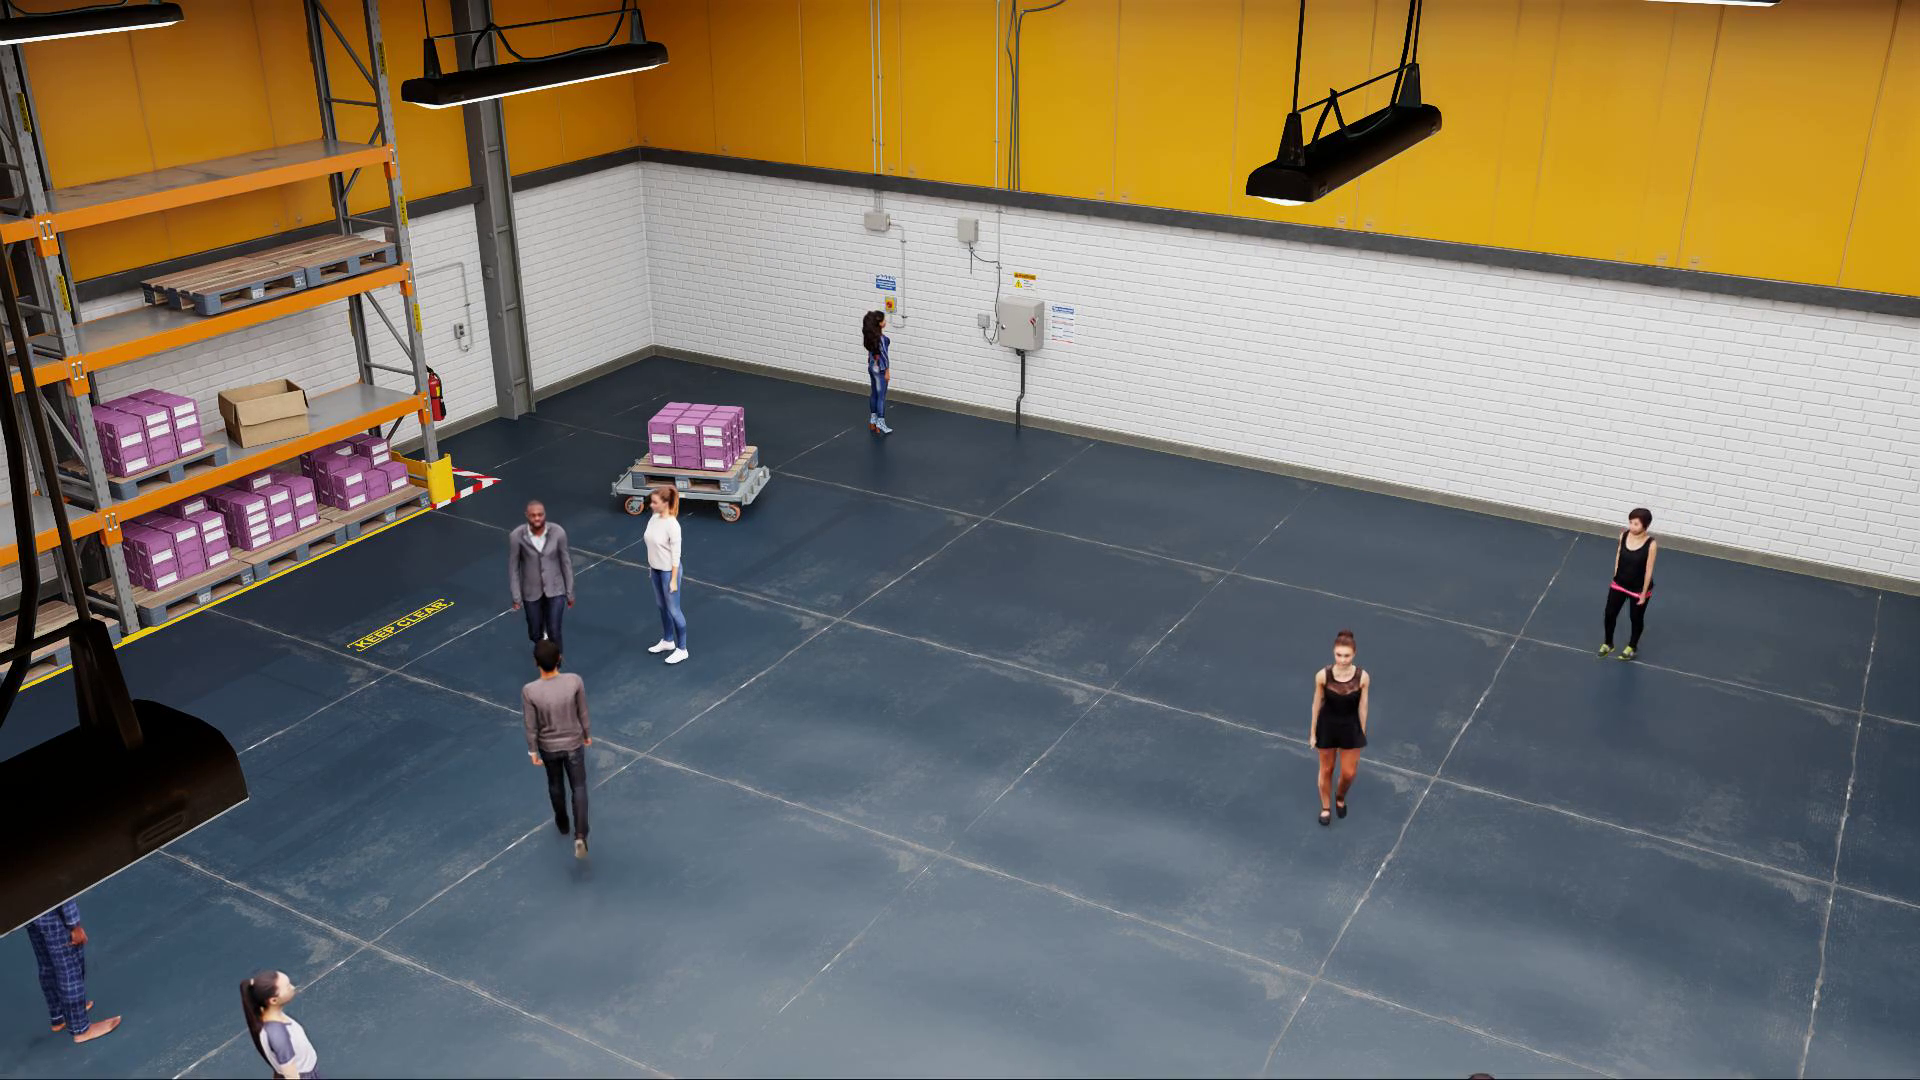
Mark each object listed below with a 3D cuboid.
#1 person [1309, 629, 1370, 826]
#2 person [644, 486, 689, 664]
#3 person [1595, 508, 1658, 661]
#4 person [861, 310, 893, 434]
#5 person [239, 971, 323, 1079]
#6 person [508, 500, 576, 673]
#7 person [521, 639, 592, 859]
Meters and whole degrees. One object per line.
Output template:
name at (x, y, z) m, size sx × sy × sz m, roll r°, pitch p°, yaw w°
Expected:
person at (2.959, 1.441, 12.990) m, size 0.683 × 1.666 × 0.721 m, roll 5°, pitch 24°, yaw 11°
person at (-2.738, 0.306, 15.520) m, size 0.652 × 1.720 × 0.676 m, roll -19°, pitch 30°, yaw -36°
person at (6.341, 0.389, 15.555) m, size 0.718 × 1.539 × 0.650 m, roll -21°, pitch 31°, yaw -39°
person at (-1.042, -2.166, 21.317) m, size 0.722 × 1.607 × 0.697 m, roll -11°, pitch 26°, yaw -24°
person at (-3.719, 3.083, 9.253) m, size 0.656 × 1.651 × 0.666 m, roll -16°, pitch 28°, yaw -33°
person at (-3.784, 0.450, 15.086) m, size 1.065 × 1.803 × 1.130 m, roll -6°, pitch 24°, yaw -13°
person at (-3.000, 1.585, 12.559) m, size 1.056 × 1.748 × 1.101 m, roll -1°, pitch 24°, yaw -3°
